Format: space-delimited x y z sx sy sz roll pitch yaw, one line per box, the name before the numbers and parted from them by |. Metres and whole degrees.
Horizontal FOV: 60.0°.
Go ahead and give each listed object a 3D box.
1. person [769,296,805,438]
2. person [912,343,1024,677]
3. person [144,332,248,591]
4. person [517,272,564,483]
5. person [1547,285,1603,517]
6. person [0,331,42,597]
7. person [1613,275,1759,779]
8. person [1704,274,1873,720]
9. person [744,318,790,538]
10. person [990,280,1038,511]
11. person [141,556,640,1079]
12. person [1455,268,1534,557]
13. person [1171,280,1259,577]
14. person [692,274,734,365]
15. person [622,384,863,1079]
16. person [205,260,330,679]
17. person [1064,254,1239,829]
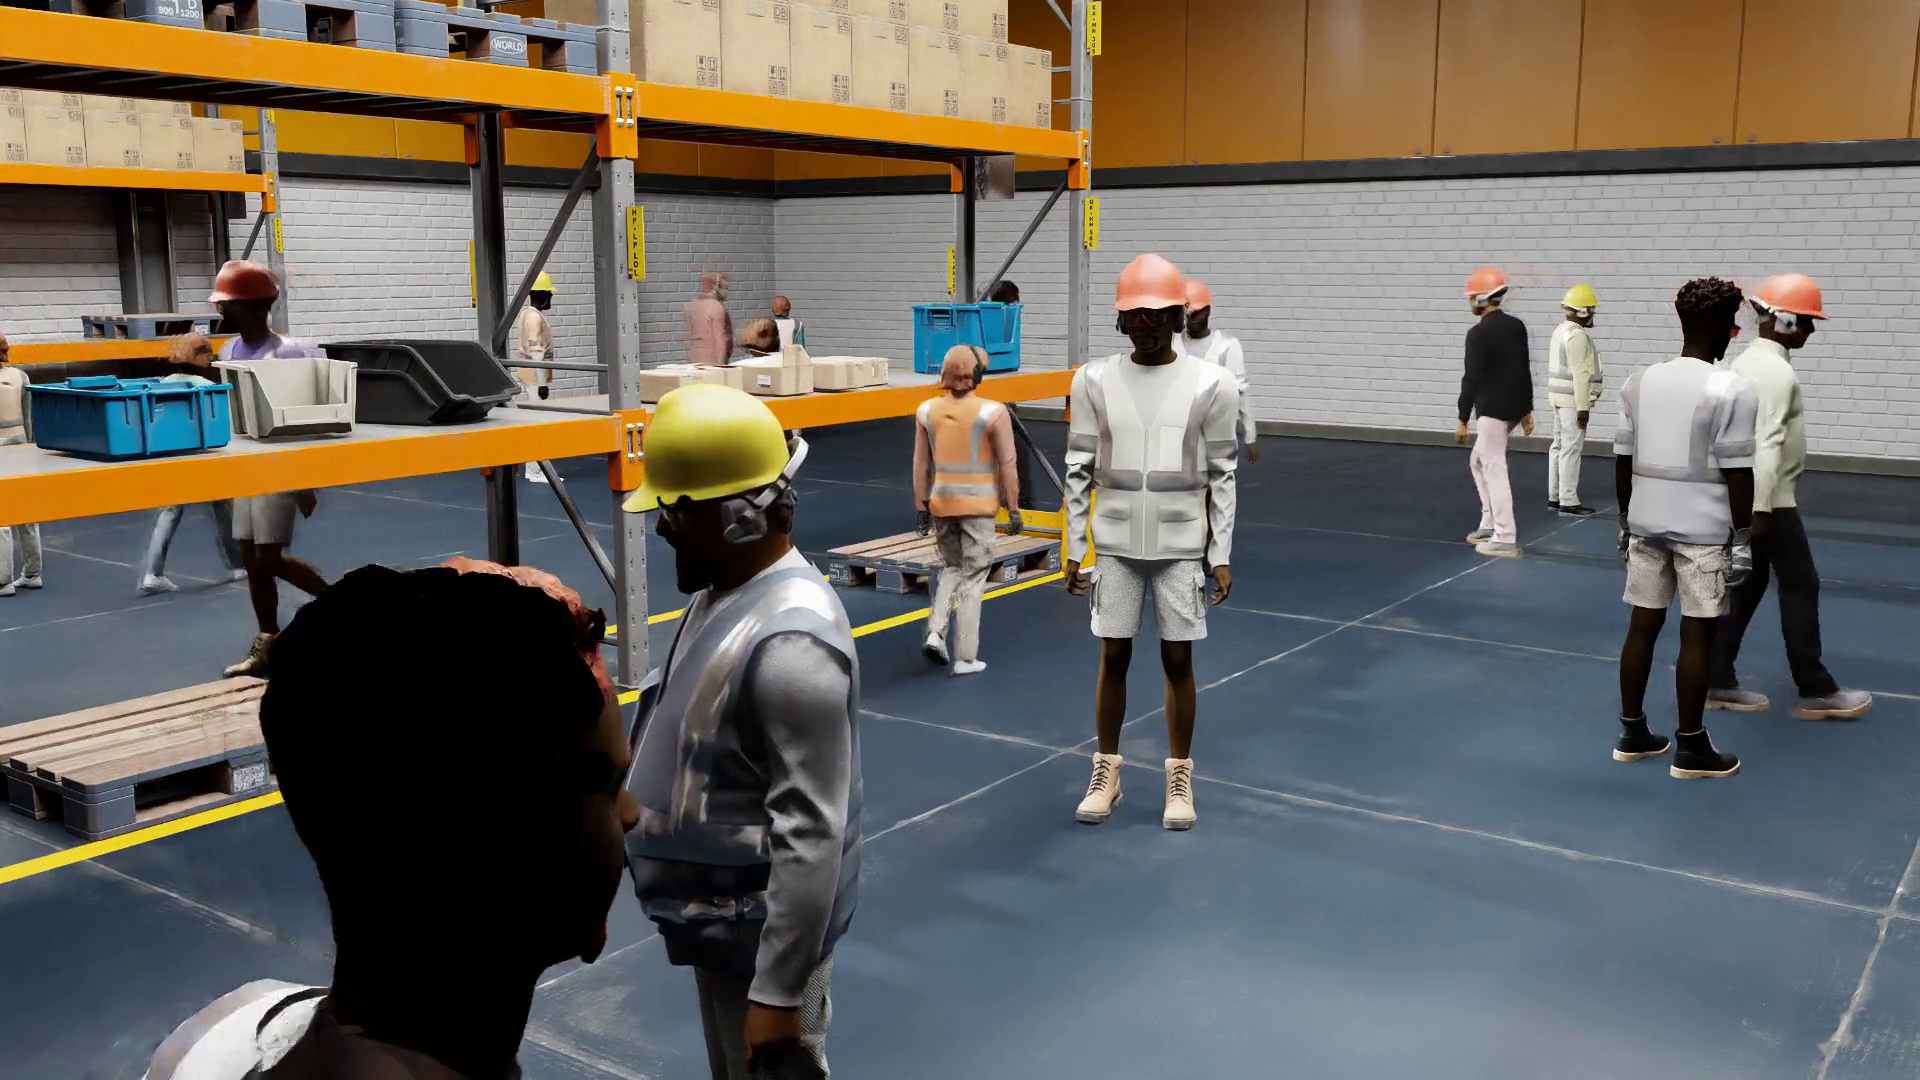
person | -1.958 -1.872 18.378 0.514 1.641 0.308 -3 10 -15
person | 0.043 -0.138 8.099 0.519 1.627 0.372 6 11 33
person | -4.747 -0.485 10.283 0.516 1.592 0.850 4 10 22
person | -3.846 -1.481 15.196 0.381 1.928 0.587 -3 10 -18
person | 4.890 -1.102 13.229 0.404 1.831 0.589 0 10 3
person | -5.803 -0.473 10.048 0.306 1.640 0.522 2 10 12
person | 2.862 -0.052 6.567 0.363 1.963 0.612 -5 11 -28
person | 3.695 -0.178 7.325 0.774 1.958 0.664 1 10 8
person | -1.448 -0.780 11.924 0.422 1.618 0.518 -3 10 -15
person | 0.351 -0.929 12.048 0.916 1.875 0.596 2 10 14
person | -0.252 0.920 1.167 0.978 1.831 0.584 -7 12 -37
person | 3.623 -0.870 11.432 0.637 1.962 0.656 -9 13 -42
person | 1.522 -0.661 10.390 0.696 1.889 0.848 2 10 13
person | -2.627 -1.864 17.639 0.461 1.887 0.709 -6 12 -34
person | -0.374 0.642 2.865 0.403 1.822 0.589 -3 10 -18
person | -3.323 -0.336 8.088 0.620 2.030 0.592 8 12 38
person | 0.669 0.017 5.927 0.615 2.042 0.372 2 10 13
